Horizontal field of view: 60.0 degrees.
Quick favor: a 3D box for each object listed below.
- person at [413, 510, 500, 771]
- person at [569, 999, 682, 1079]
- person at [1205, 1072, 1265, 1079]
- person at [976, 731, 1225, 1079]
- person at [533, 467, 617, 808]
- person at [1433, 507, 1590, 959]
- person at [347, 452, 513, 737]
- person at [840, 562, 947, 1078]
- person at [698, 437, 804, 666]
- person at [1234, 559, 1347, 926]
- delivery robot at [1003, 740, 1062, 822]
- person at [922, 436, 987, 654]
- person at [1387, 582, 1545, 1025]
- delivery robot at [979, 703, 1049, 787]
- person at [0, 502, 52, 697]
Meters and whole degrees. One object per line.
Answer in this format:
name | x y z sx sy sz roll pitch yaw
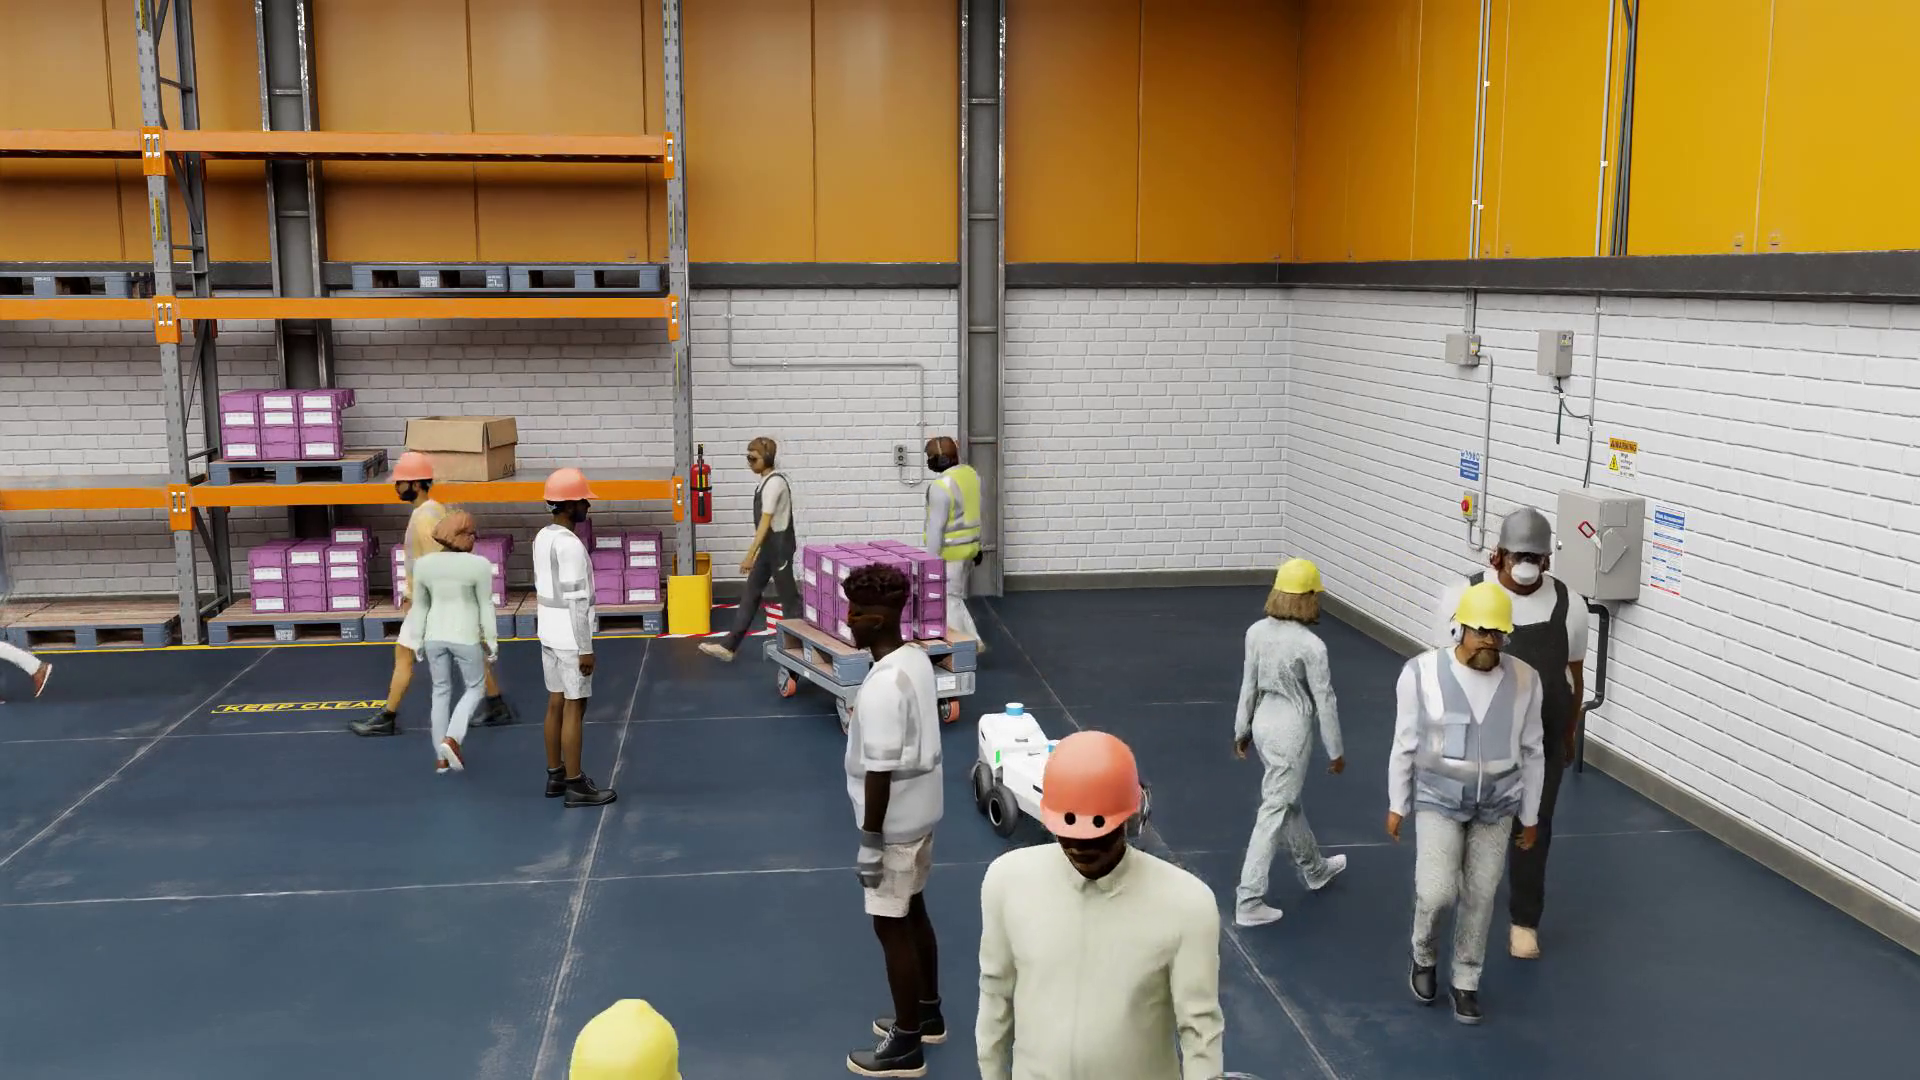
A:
person | -3.057 0.627 10.019 0.542 1.611 0.463 1 9 7
person | -0.623 1.707 2.932 0.505 1.727 0.771 0 9 -1
person | 0.335 1.709 2.480 0.680 1.867 1.083 4 10 22
person | 0.318 1.418 4.022 0.627 1.957 0.746 2 9 13
person | -2.220 0.552 9.497 0.360 1.939 0.543 -6 11 -35
person | 2.518 0.795 7.658 0.681 2.000 0.902 2 9 11
person | -3.477 0.356 10.932 1.038 1.886 0.556 -1 9 -9
person | -0.261 1.048 6.345 0.381 1.954 0.606 2 9 13
person | -1.545 0.109 12.747 0.943 1.787 0.496 -3 9 -16
person | 1.612 0.931 7.845 0.850 1.704 0.495 -5 10 -28
delivery robot | 0.517 1.304 8.813 0.477 0.478 0.707 -4 10 -26
person | -0.072 0.107 12.670 0.438 1.813 0.675 5 10 27
person | 2.041 1.058 6.703 0.617 1.816 0.423 0 9 1
delivery robot | 0.314 1.182 9.576 0.477 0.478 0.707 -1 9 -7
person | -6.725 0.373 11.608 0.545 1.613 0.509 -3 10 -18
